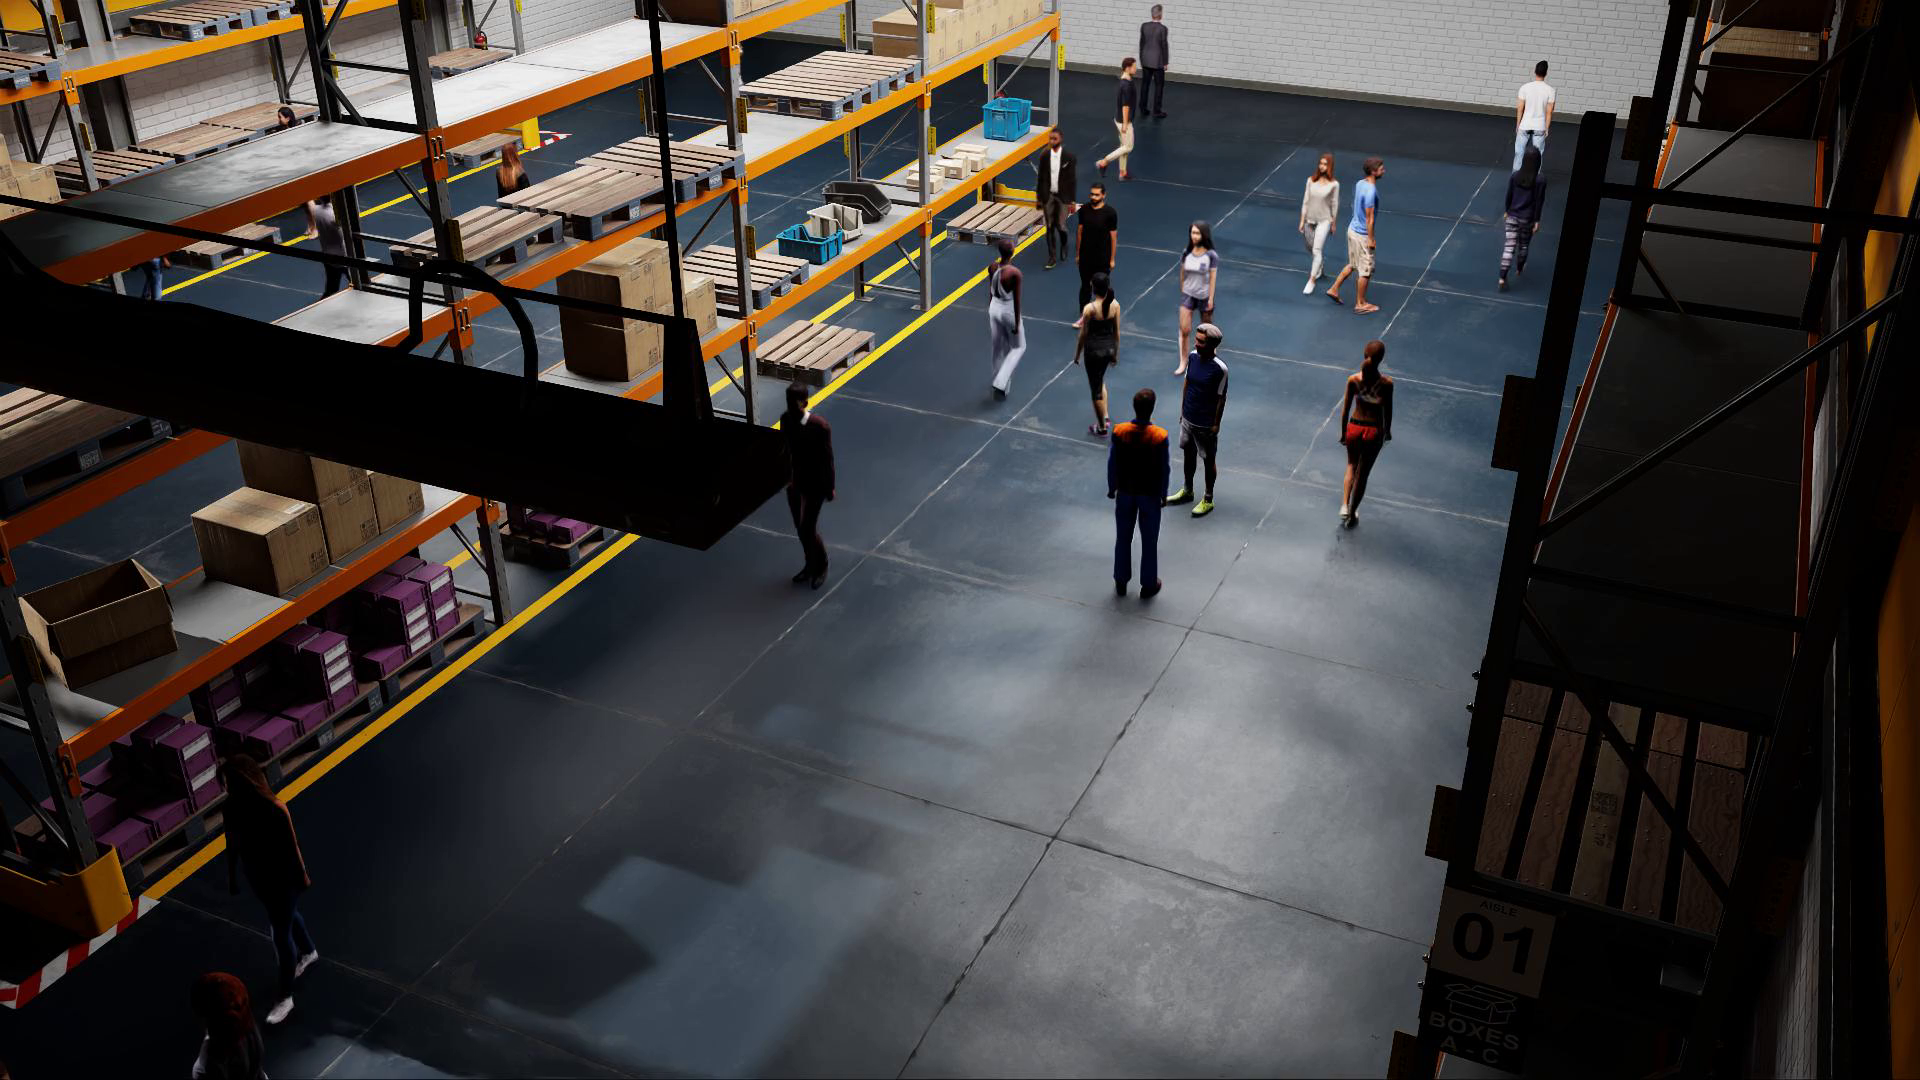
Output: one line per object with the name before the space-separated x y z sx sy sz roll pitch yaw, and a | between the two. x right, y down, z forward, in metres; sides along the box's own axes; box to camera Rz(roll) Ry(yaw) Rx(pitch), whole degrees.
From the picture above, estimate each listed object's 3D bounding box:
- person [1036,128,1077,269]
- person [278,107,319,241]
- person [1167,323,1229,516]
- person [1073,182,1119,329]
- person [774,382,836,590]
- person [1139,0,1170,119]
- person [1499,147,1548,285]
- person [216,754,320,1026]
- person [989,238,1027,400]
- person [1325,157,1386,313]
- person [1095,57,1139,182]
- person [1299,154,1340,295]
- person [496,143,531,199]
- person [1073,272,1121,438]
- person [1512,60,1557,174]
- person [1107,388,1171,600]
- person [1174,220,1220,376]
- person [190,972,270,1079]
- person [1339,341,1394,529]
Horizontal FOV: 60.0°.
person | 1.258 -4.365 21.206 0.686 1.789 0.708 10 30 18
person | -8.834 -4.905 22.216 0.801 1.769 0.777 -18 33 -30
person | 2.213 -1.128 15.221 0.708 1.839 0.717 -21 35 -34
person | 1.576 -3.296 19.281 0.625 1.756 0.522 12 31 20
person | -1.263 -0.514 14.081 0.752 1.851 0.702 21 35 33
person | 3.245 -8.039 27.894 0.768 1.835 0.672 20 34 32
person | 6.913 -3.963 20.569 0.696 1.693 1.101 16 32 26
person | -3.988 1.918 9.783 0.629 1.697 0.889 9 30 17
person | 0.410 -2.260 17.375 0.654 1.763 0.770 18 33 30
person | 4.754 -3.665 19.819 0.926 1.889 0.927 -2 29 -3
person | 2.327 -6.153 24.435 0.974 1.837 0.972 -3 29 -5
person | 4.439 -3.945 20.549 0.666 1.681 1.080 17 33 28
person | -5.553 -4.108 20.815 0.623 1.713 0.557 9 30 15
person | 1.436 -1.802 16.591 0.667 1.709 0.740 -15 32 -26
person | 8.321 -6.013 24.146 0.670 1.866 0.556 12 31 20
person | 1.487 -0.390 13.841 0.701 1.864 0.629 10 30 17
person | 2.642 -2.680 18.227 0.601 1.684 0.969 14 32 24
person | -3.478 2.790 8.099 0.712 1.780 0.594 -1 29 -2
person | 3.599 -0.900 14.864 0.577 1.779 0.604 13 31 23
